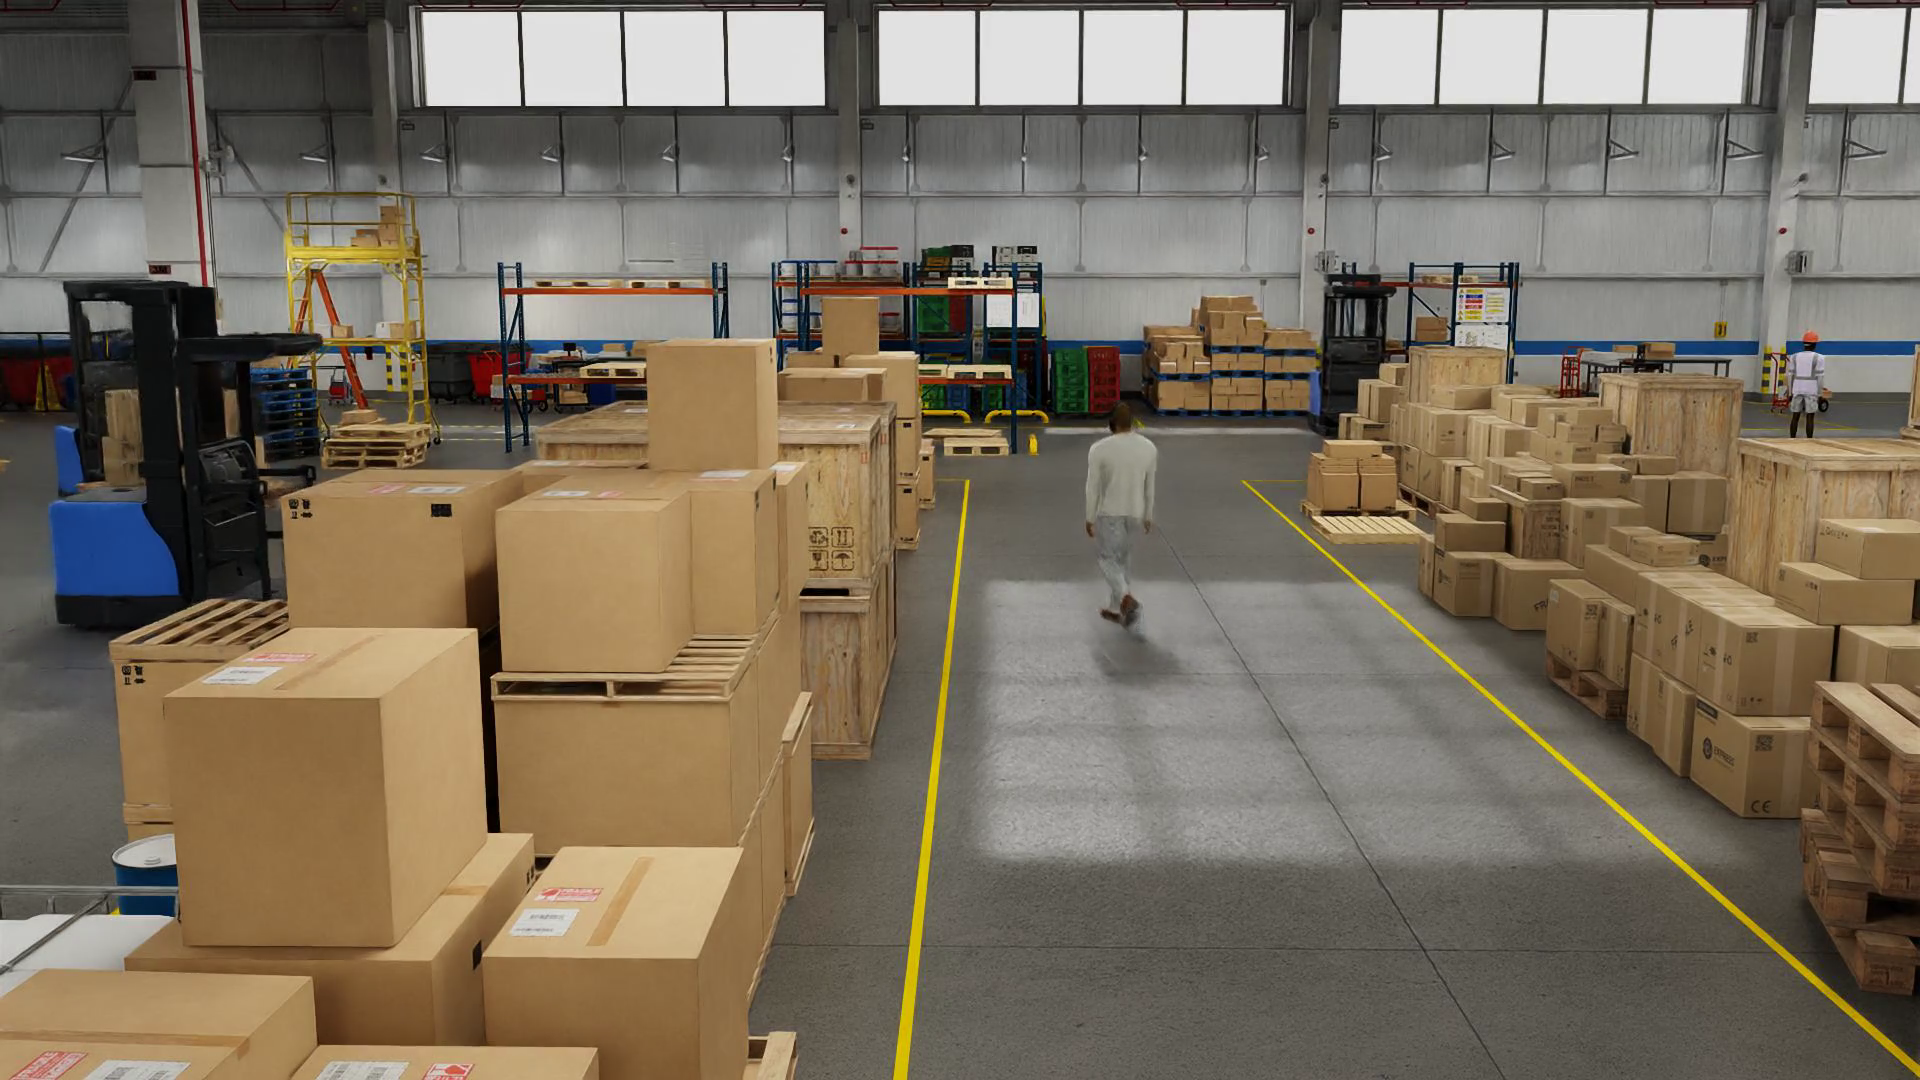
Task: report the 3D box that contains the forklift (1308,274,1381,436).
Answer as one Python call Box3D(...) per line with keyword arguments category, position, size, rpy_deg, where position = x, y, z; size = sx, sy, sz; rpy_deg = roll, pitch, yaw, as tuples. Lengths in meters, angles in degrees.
Box3D(category="forklift", position=(6.883, -3.295, 29.370), size=(1.129, 2.768, 1.873), rpy_deg=(0, 9, 1))

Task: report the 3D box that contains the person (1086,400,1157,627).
Box3D(category="person", position=(1.341, -0.207, 13.784), size=(0.644, 1.912, 0.767), rpy_deg=(-4, 10, -21))

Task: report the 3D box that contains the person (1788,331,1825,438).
Box3D(category="person", position=(13.578, -2.377, 26.692), size=(0.360, 1.939, 0.543), rpy_deg=(-8, 13, -41))

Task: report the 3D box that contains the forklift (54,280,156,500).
Box3D(category="forklift", position=(-9.926, -1.670, 19.640), size=(1.129, 2.768, 1.873), rpy_deg=(-9, 13, -43))

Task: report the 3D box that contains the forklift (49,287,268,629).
Box3D(category="forklift", position=(-6.507, -0.716, 13.926), size=(1.873, 2.768, 1.129), rpy_deg=(0, 9, 1))
